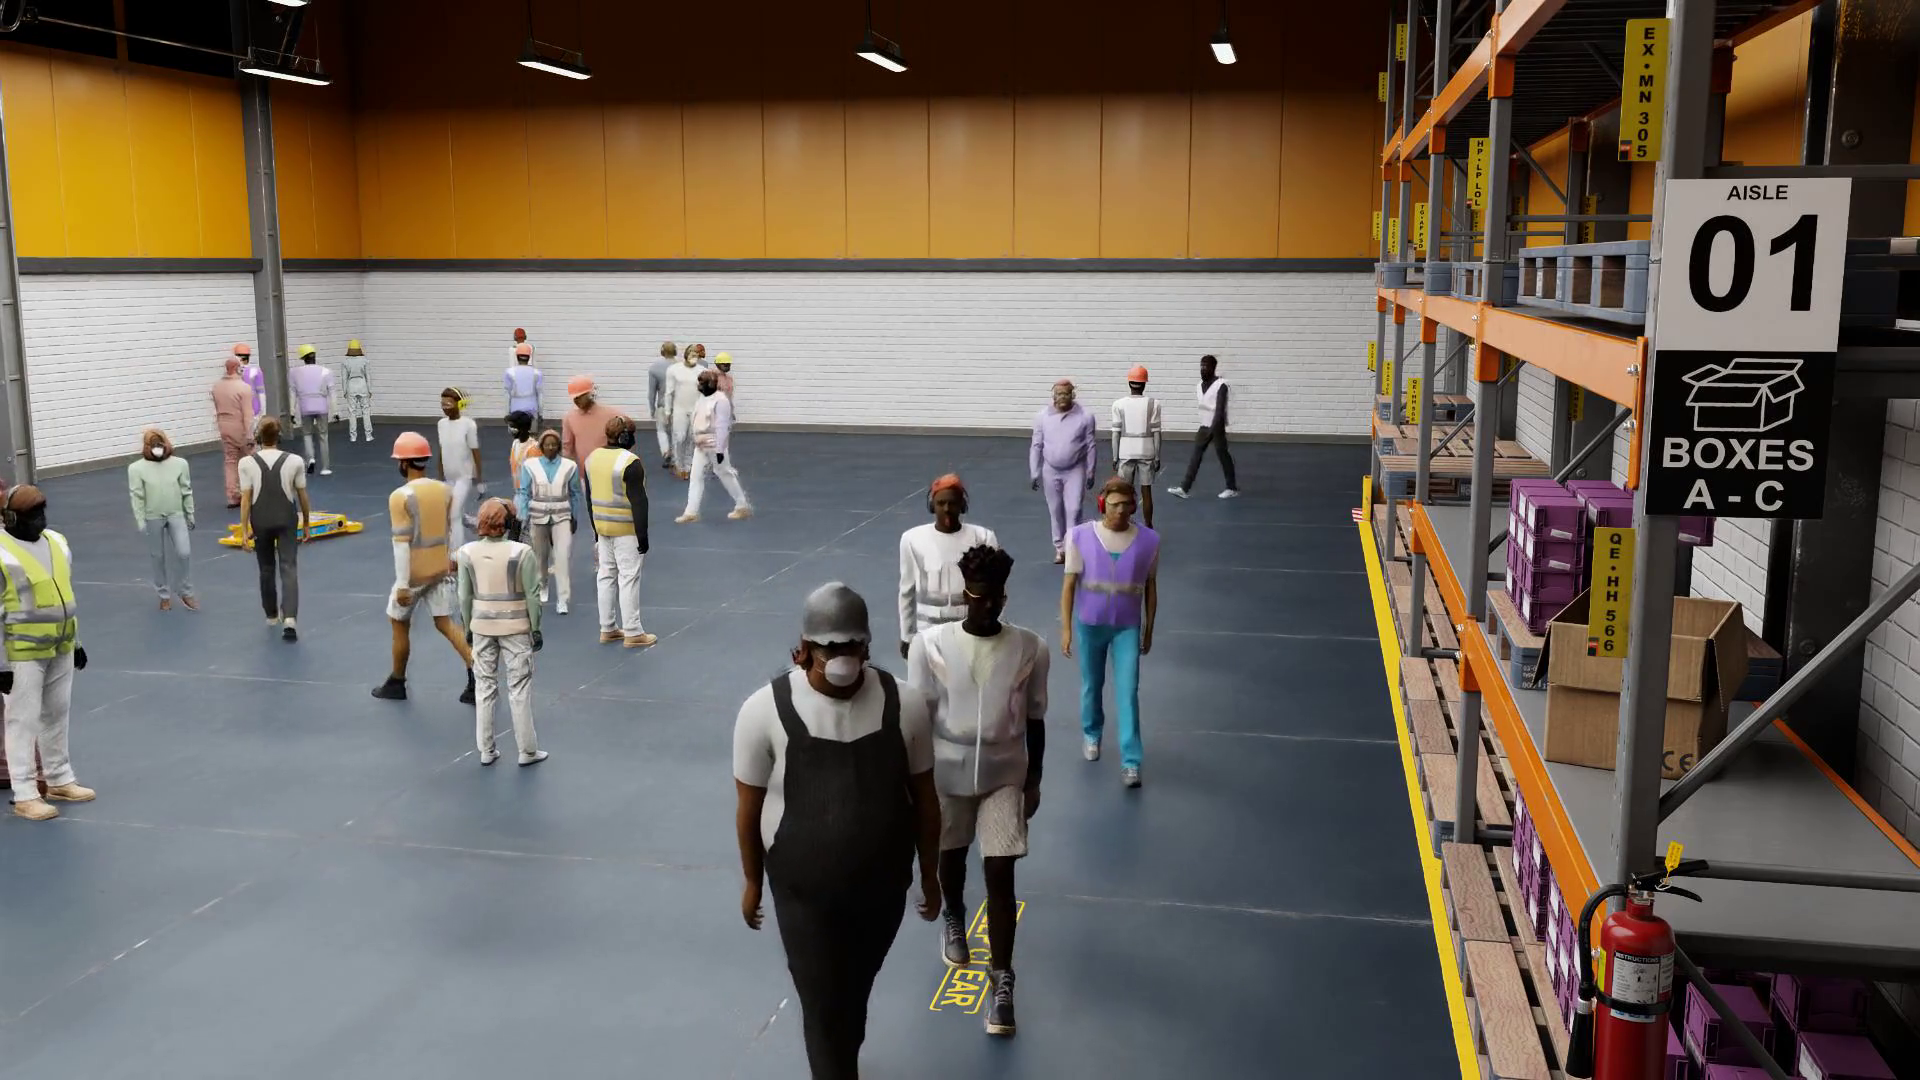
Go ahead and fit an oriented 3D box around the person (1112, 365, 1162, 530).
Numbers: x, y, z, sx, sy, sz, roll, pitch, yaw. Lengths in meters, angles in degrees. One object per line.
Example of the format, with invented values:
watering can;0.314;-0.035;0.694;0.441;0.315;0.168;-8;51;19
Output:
person;1.926;-0.933;18.142;0.543;1.939;0.361;2;10;10

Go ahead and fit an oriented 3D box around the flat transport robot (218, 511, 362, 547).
flat transport robot;-7.351;-0.126;18.295;0.652;0.197;1.431;4;10;24

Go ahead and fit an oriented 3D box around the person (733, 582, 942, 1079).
person;-0.401;1.080;5.707;0.688;2.000;1.002;-3;10;-20

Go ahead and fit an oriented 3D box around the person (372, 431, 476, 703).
person;-3.672;0.198;11.448;0.931;1.904;0.557;5;11;27

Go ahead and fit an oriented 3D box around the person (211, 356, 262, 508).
person;-8.959;-1.338;20.721;0.674;1.890;0.477;4;10;25

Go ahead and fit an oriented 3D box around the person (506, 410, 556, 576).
person;-4.181;-0.433;16.000;0.871;1.631;0.580;-8;12;-39

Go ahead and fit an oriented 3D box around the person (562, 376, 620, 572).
person;-3.610;-0.639;16.362;0.639;1.942;0.729;3;10;15

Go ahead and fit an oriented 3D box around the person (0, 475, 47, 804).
person;-5.438;0.537;9.385;0.655;1.904;0.407;3;10;20

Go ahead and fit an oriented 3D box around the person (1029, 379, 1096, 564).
person;1.017;-0.669;16.707;0.664;1.882;0.646;2;10;12

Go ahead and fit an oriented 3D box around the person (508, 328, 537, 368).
person;-7.896;-2.883;30.053;0.362;1.886;0.576;9;13;42

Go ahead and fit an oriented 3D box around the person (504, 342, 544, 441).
person;-6.230;-1.865;23.813;0.558;1.917;0.551;-4;10;-24

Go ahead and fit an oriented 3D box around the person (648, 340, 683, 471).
person;-4.232;-1.955;24.339;0.635;1.924;0.480;-2;10;-14

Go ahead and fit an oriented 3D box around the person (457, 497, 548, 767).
person;-2.766;0.560;10.045;0.512;1.641;0.312;1;10;9

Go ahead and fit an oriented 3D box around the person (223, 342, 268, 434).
person;-10.171;-1.852;23.713;0.552;1.929;0.493;-1;9;-5

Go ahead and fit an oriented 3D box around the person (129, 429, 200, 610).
person;-6.914;-0.160;14.474;0.509;1.610;0.627;-6;11;-33

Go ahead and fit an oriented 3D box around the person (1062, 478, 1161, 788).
person;0.891;0.517;9.858;0.587;1.791;0.989;0;9;1

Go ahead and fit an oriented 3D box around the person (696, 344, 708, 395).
person;-4.637;-2.661;29.490;0.500;1.627;0.273;7;11;34

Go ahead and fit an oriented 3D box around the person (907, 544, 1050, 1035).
person;0.070;0.953;6.852;0.603;1.921;1.003;0;9;-1

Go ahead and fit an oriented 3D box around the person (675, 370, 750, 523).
person;-2.906;-1.109;19.632;0.938;1.801;0.635;-8;12;-39

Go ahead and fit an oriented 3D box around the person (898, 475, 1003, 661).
person;-0.054;0.541;9.605;0.600;1.822;1.025;0;9;-2

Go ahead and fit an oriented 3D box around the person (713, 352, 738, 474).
person;-3.415;-1.829;24.057;0.314;1.769;0.523;4;10;23

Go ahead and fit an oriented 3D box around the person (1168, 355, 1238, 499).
person;3.196;-1.442;21.447;1.043;1.857;0.598;-6;11;-31

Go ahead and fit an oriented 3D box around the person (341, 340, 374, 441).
person;-10.348;-2.564;28.555;0.485;1.744;0.295;-3;10;-18

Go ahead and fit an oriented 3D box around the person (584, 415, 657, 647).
person;-2.691;-0.072;13.248;0.634;1.841;0.429;7;12;38

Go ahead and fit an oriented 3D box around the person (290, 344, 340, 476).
person;-9.245;-1.861;23.850;0.689;1.893;0.414;-3;10;-17

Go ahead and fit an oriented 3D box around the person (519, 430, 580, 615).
person;-3.618;-0.187;14.680;0.524;1.596;0.868;-3;10;-16

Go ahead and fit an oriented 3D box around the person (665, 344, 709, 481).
person;-3.784;-1.771;23.268;0.655;1.911;0.671;-3;10;-17

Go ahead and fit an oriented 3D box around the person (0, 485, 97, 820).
person;-5.095;0.610;9.182;0.439;1.836;0.636;2;10;13

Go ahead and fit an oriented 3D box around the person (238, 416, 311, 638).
person;-5.597;-0.108;13.604;0.526;1.810;0.943;-4;10;-22

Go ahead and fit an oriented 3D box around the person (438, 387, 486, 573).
person;-4.933;-0.618;16.586;0.578;1.839;0.812;6;11;31
